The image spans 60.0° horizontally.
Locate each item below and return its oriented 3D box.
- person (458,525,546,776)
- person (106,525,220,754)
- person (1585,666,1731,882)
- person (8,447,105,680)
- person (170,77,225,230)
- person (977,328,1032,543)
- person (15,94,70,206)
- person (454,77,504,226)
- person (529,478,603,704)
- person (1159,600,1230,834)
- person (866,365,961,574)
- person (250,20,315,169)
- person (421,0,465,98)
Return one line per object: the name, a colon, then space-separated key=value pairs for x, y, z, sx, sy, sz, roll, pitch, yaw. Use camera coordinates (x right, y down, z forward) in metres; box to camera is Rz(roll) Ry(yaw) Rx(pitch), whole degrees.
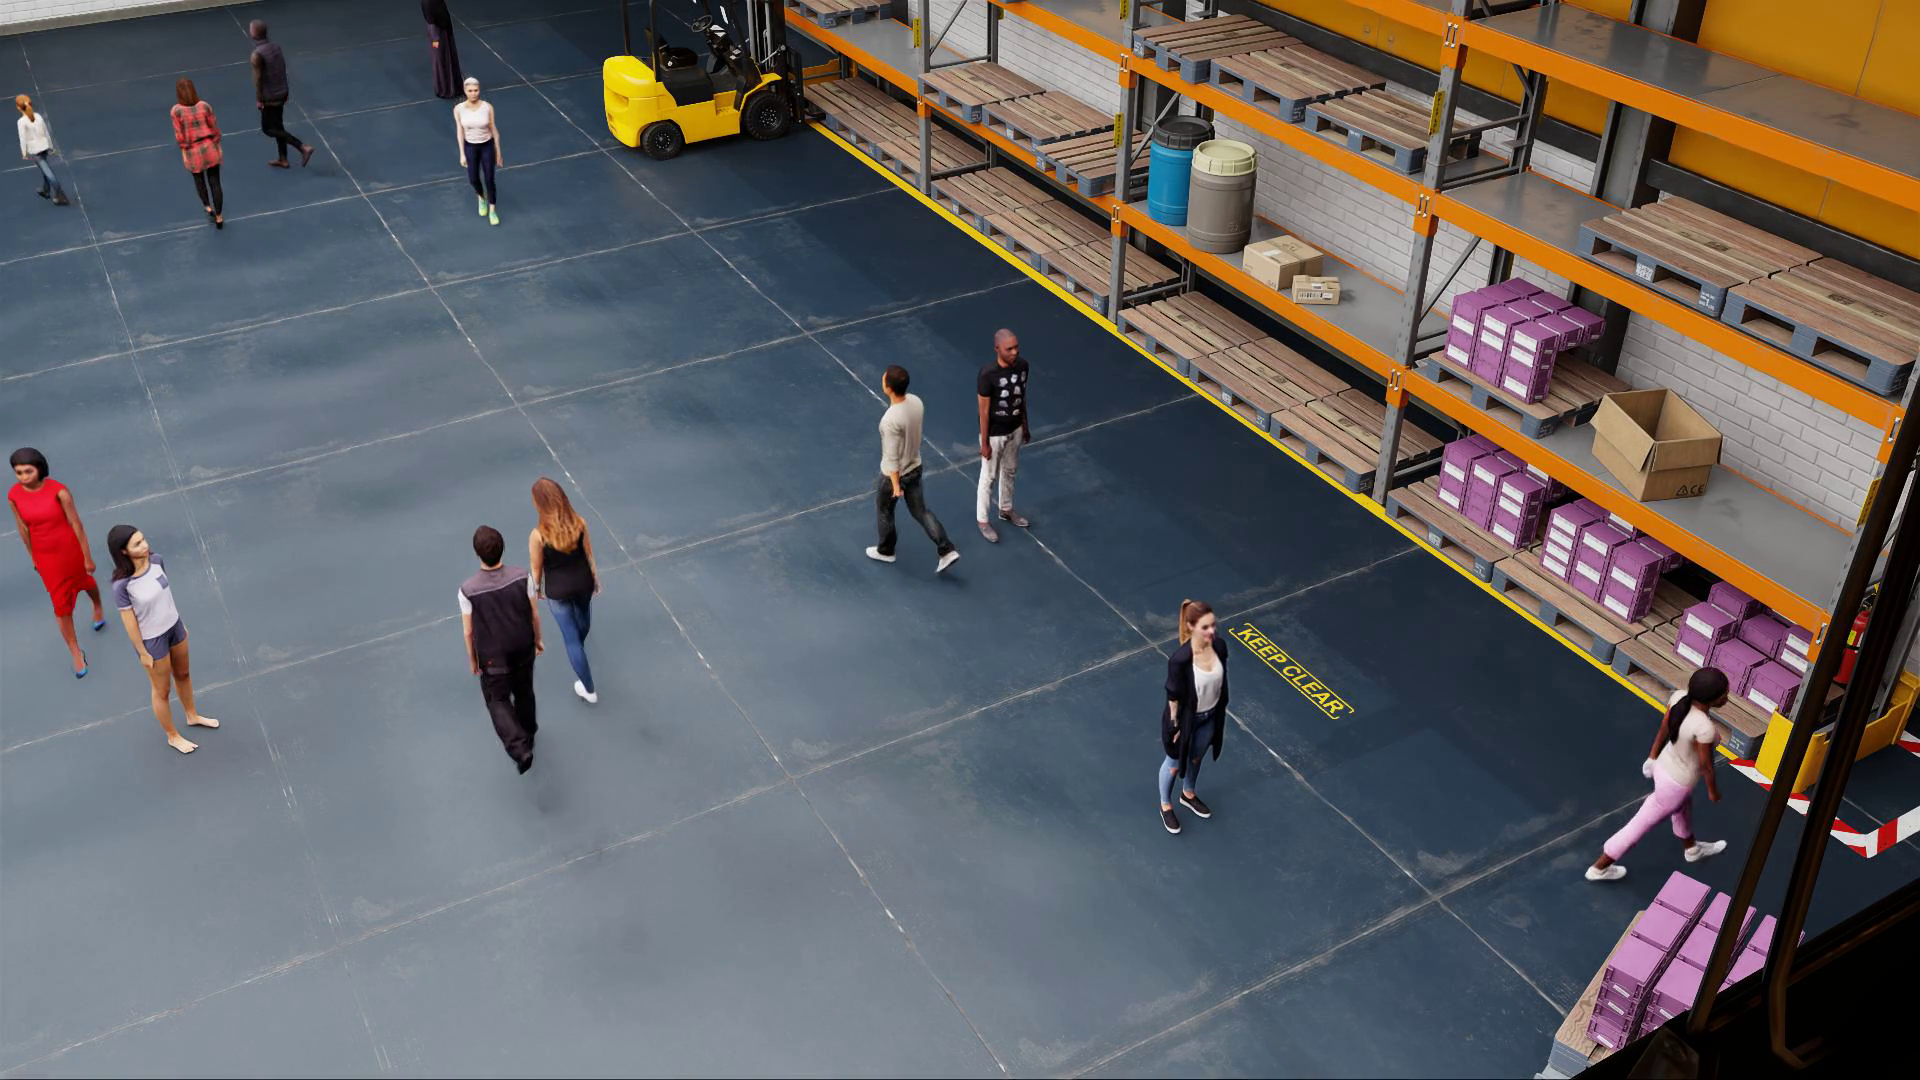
person: x=-2.946 y=0.754 z=10.896 sx=0.654 sy=1.833 sz=0.928 roll=-16 pitch=37 yaw=-23
person: x=-5.385 y=0.635 z=11.166 sx=0.710 sy=1.732 sz=0.653 roll=9 pitch=35 yaw=13
person: x=4.172 y=1.469 z=9.946 sx=1.028 sy=1.694 sz=1.137 roll=-2 pitch=34 yaw=-2
person: x=-6.481 y=0.072 z=12.046 sx=0.770 sy=1.696 sz=1.135 roll=-9 pitch=35 yaw=-13
person: x=-8.491 y=-4.308 z=18.652 sx=0.637 sy=1.677 sz=0.847 roll=-16 pitch=37 yaw=-22
person: x=0.333 y=-0.882 z=13.383 sx=0.689 sy=1.805 sz=0.645 roll=-23 pitch=40 yaw=-31
person: x=-10.617 y=-4.497 z=19.275 sx=0.839 sy=1.303 sz=0.731 roll=14 pitch=36 yaw=20
person: x=-5.430 y=-4.420 z=18.810 sx=0.706 sy=1.690 sz=0.755 roll=-8 pitch=34 yaw=-12
person: x=-2.687 y=0.392 z=11.581 sx=0.668 sy=1.677 sz=1.050 roll=-21 pitch=39 yaw=-29
person: x=1.459 y=1.099 z=10.516 sx=0.625 sy=1.680 sz=0.550 roll=-19 pitch=38 yaw=-26
person: x=-0.356 y=-0.521 z=12.854 sx=1.166 sy=1.790 sz=0.927 roll=21 pitch=39 yaw=28
person: x=-8.239 y=-5.344 z=20.078 sx=1.063 sy=1.825 sz=1.028 roll=5 pitch=34 yaw=7
person: x=-7.047 y=-6.833 z=22.508 sx=0.772 sy=1.614 sz=0.713 roll=9 pitch=35 yaw=13
